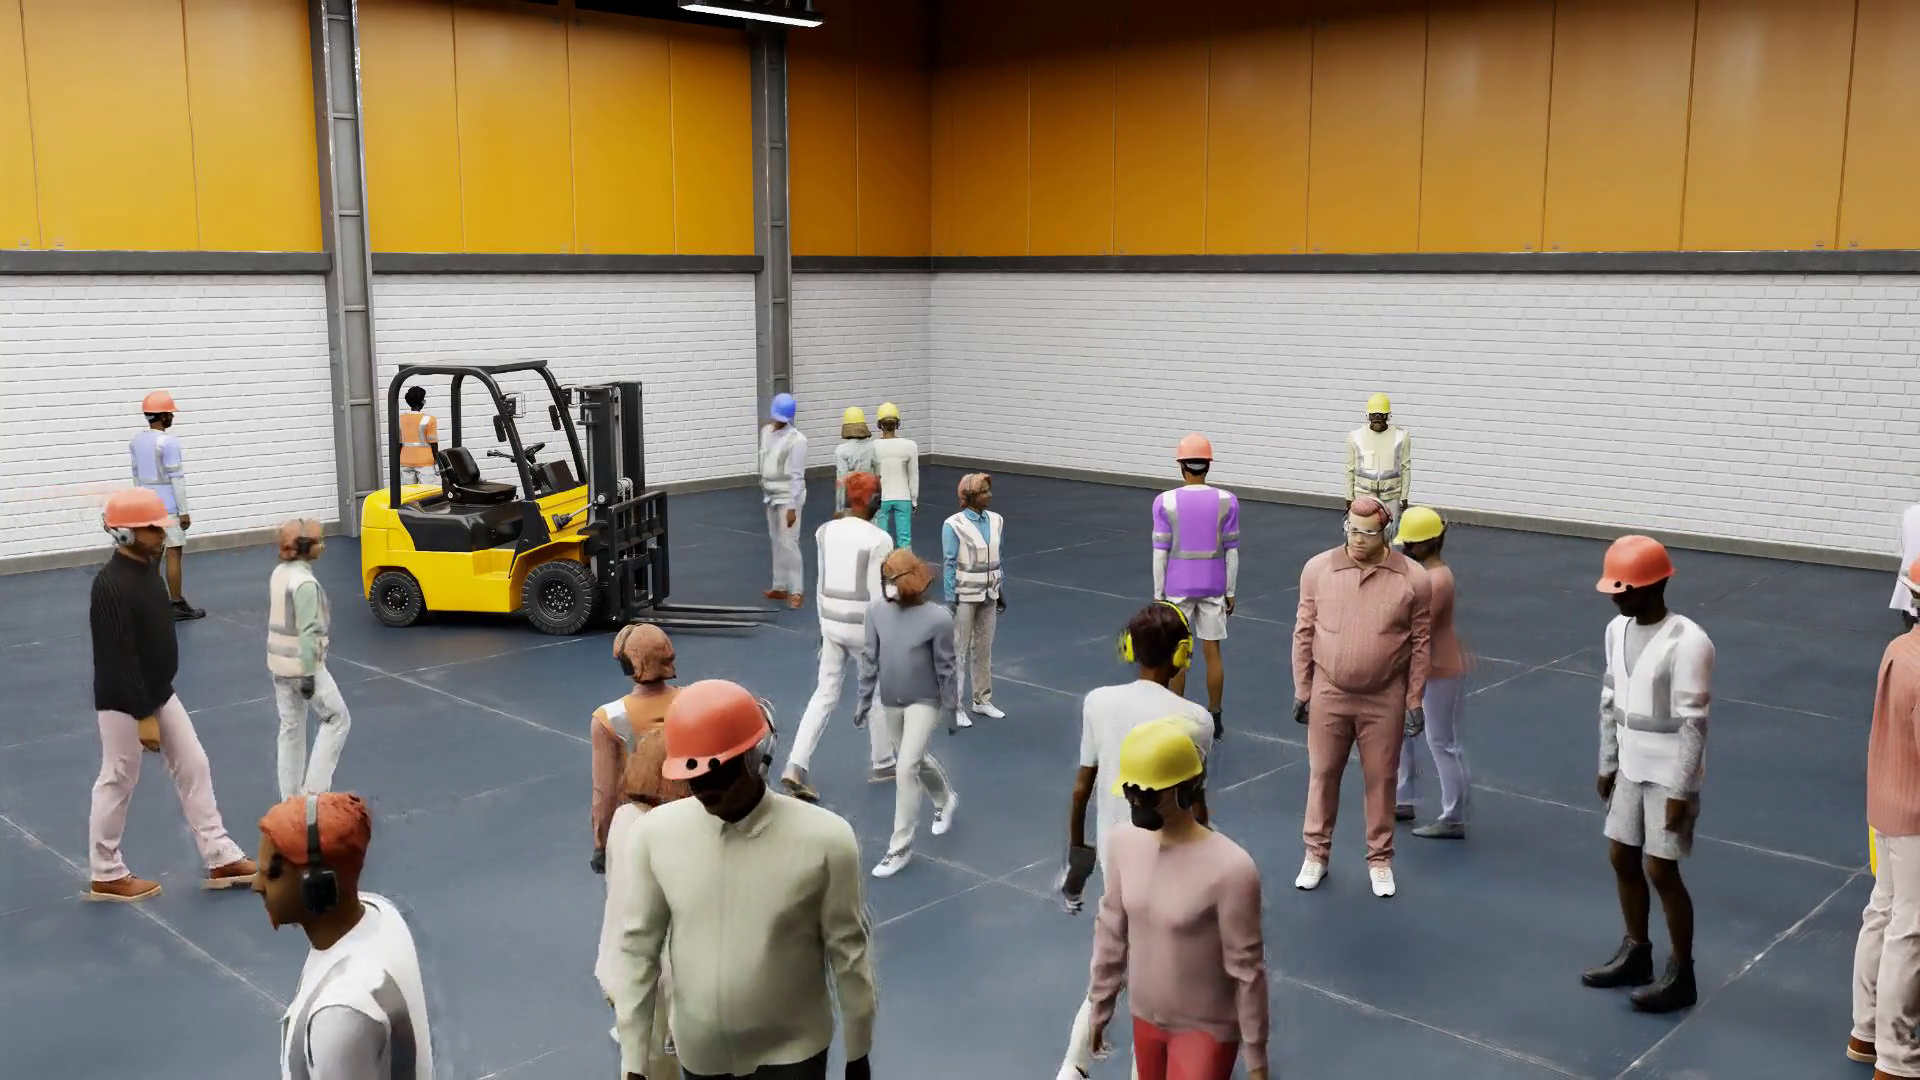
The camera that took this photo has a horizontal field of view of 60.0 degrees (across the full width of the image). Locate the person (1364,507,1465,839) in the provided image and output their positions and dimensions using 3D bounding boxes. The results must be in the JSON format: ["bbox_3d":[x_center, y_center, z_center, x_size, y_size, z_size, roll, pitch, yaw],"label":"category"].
[{"bbox_3d":[2.354,0.692,8.609,0.641,1.733,0.523,2,10,14],"label":"person"}]

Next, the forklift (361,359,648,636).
[{"bbox_3d":[-3.850,-0.407,13.936,2.313,2.155,1.214,2,9,11],"label":"forklift"}]

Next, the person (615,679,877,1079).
[{"bbox_3d":[-0.550,1.309,4.167,0.623,1.939,0.918,1,9,9],"label":"person"}]

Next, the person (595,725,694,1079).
[{"bbox_3d":[-1.017,1.352,4.962,0.748,1.601,0.514,-6,11,-33],"label":"person"}]

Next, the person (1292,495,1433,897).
[{"bbox_3d":[1.880,0.734,7.845,0.637,1.902,0.406,3,10,16],"label":"person"}]

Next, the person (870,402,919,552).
[{"bbox_3d":[-0.625,-0.343,14.853,0.525,1.770,0.307,-2,10,-13],"label":"person"}]

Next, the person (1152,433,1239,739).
[{"bbox_3d":[1.465,0.295,10.433,0.543,1.933,0.363,0,9,-1],"label":"person"}]

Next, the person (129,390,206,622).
[{"bbox_3d":[-6.670,-0.283,13.959,0.543,1.939,0.362,5,10,26],"label":"person"}]

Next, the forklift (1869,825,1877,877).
[{"bbox_3d":[5.205,0.723,7.013,2.313,2.155,1.214,9,13,43],"label":"forklift"}]

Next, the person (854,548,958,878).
[{"bbox_3d":[-0.216,0.806,8.356,0.490,1.587,0.860,6,11,31],"label":"person"}]

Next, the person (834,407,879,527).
[{"bbox_3d":[-0.914,-0.309,14.733,0.483,1.738,0.313,-7,12,-38],"label":"person"}]

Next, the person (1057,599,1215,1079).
[{"bbox_3d":[0.576,1.127,5.650,0.522,1.841,0.588,7,11,35],"label":"person"}]

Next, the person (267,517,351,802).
[{"bbox_3d":[-3.517,0.687,8.967,0.426,1.623,0.529,-8,12,-41],"label":"person"}]

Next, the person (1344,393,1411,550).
[{"bbox_3d":[3.823,-0.434,15.252,0.592,1.825,0.403,2,9,12],"label":"person"}]

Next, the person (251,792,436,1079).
[{"bbox_3d":[-1.318,1.441,3.594,0.414,1.872,0.609,-3,10,-16],"label":"person"}]

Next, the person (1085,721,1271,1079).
[{"bbox_3d":[0.565,1.348,4.555,0.575,1.741,0.534,-8,12,-39],"label":"person"}]

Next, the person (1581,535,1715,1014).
[{"bbox_3d":[2.733,0.921,6.657,0.468,1.908,0.566,-2,10,-14],"label":"person"}]

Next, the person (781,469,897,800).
[{"bbox_3d":[-0.672,0.530,9.318,0.589,1.849,0.946,7,12,36],"label":"person"}]

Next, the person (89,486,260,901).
[{"bbox_3d":[-3.660,0.728,7.691,0.939,1.951,0.641,-1,9,-5],"label":"person"}]

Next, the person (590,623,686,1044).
[{"bbox_3d":[-1.150,1.118,6.287,0.514,1.640,0.310,-7,12,-37],"label":"person"}]

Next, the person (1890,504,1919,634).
[{"bbox_3d":[5.657,0.444,9.625,0.446,1.904,0.592,-1,9,-6],"label":"person"}]

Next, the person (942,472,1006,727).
[{"bbox_3d":[0.091,0.377,10.810,0.523,1.645,0.306,-9,13,-43],"label":"person"}]

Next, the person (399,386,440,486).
[{"bbox_3d":[-5.860,-0.818,18.000,0.532,1.694,0.320,3,10,19],"label":"person"}]

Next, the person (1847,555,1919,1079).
[{"bbox_3d":[3.439,0.997,5.937,0.378,1.995,0.608,2,10,15],"label":"person"}]

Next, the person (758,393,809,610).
[{"bbox_3d":[-1.584,-0.346,14.518,0.399,1.902,0.765,-7,12,-37],"label":"person"}]
